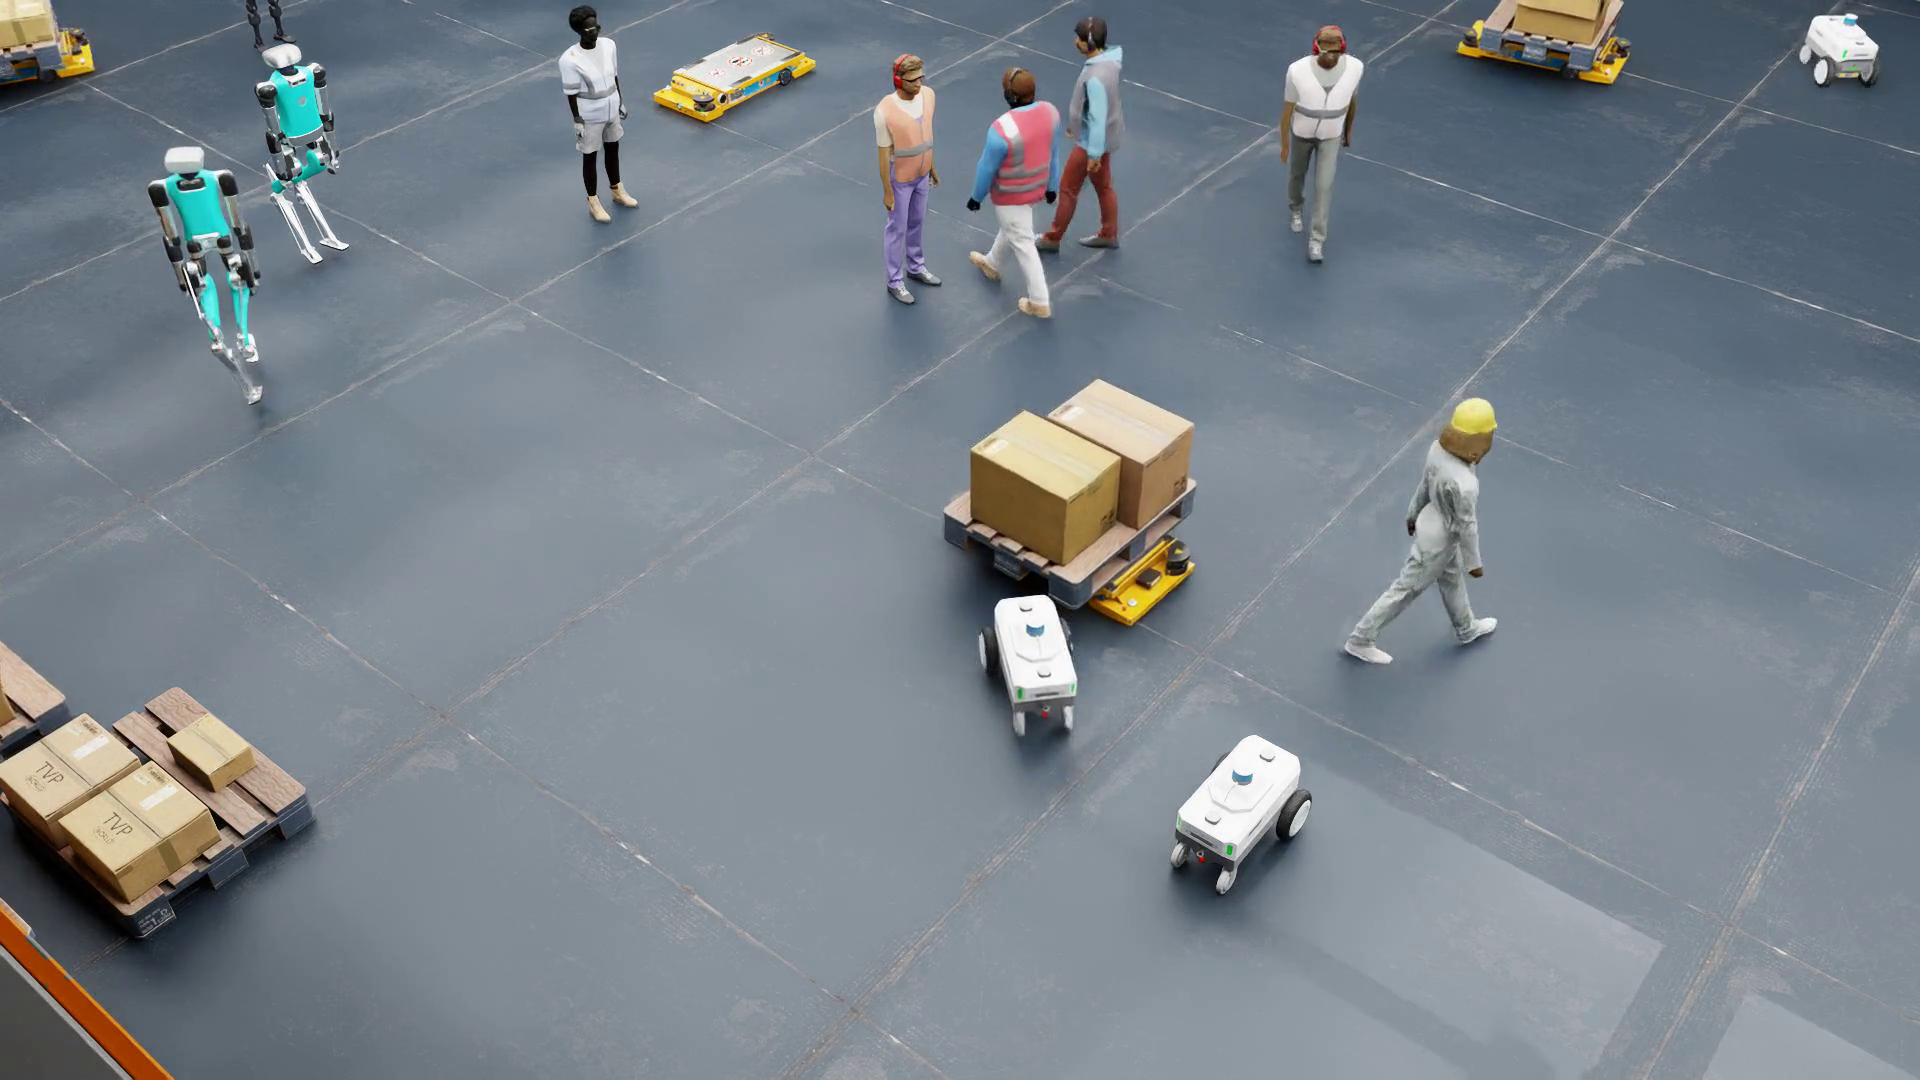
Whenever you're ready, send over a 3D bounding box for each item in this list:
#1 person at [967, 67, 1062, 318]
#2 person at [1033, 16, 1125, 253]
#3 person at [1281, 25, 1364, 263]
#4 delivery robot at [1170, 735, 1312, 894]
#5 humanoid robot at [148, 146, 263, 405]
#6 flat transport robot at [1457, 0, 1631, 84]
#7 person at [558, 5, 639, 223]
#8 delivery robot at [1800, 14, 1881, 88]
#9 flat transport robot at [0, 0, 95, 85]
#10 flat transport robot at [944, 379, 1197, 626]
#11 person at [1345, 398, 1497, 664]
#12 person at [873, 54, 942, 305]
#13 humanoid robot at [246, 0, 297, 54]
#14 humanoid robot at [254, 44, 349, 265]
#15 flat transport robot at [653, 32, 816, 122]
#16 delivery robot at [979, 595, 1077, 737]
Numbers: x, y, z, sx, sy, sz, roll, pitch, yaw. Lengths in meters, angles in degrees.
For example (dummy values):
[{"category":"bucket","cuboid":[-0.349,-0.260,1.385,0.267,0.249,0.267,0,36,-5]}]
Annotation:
[{"category":"person","cuboid":[0.380,-2.505,11.850,0.952,1.794,0.634,33,50,33]},{"category":"person","cuboid":[0.865,-2.999,12.385,0.799,1.850,0.560,8,41,9]},{"category":"person","cuboid":[2.667,-2.990,12.417,0.581,1.785,0.970,2,40,2]},{"category":"delivery robot","cuboid":[1.383,1.322,8.280,0.499,0.566,0.739,27,47,28]},{"category":"humanoid robot","cuboid":[-4.844,-1.658,10.902,0.539,1.723,1.042,-15,43,-17]},{"category":"flat transport robot","cuboid":[5.431,-4.579,15.464,1.431,0.231,0.659,20,44,22]},{"category":"person","cuboid":[-2.799,-3.302,12.857,0.318,1.699,0.534,27,47,28]},{"category":"delivery robot","cuboid":[8.006,-4.450,15.104,0.499,0.611,0.792,-2,40,-2]},{"category":"flat transport robot","cuboid":[-8.722,-4.354,15.200,1.431,0.231,0.659,-17,43,-19]},{"category":"flat transport robot","cuboid":[0.653,-0.013,10.093,1.431,0.231,0.659,29,48,30]},{"category":"person","cuboid":[2.611,-0.020,9.012,0.916,1.677,0.525,0,40,0]},{"category":"person","cuboid":[-0.380,-2.608,11.925,0.390,1.850,0.565,27,47,28]},{"category":"humanoid robot","cuboid":[-6.474,-5.342,15.262,0.315,1.659,0.599,27,47,28]},{"category":"humanoid robot","cuboid":[-4.919,-2.881,12.231,0.735,1.677,0.533,27,47,28]},{"category":"flat transport robot","cuboid":[-2.024,-4.187,15.003,0.659,0.231,1.431,27,47,28]},{"category":"delivery robot","cuboid":[0.401,0.645,9.106,0.499,0.606,0.794,-6,41,-7]}]
